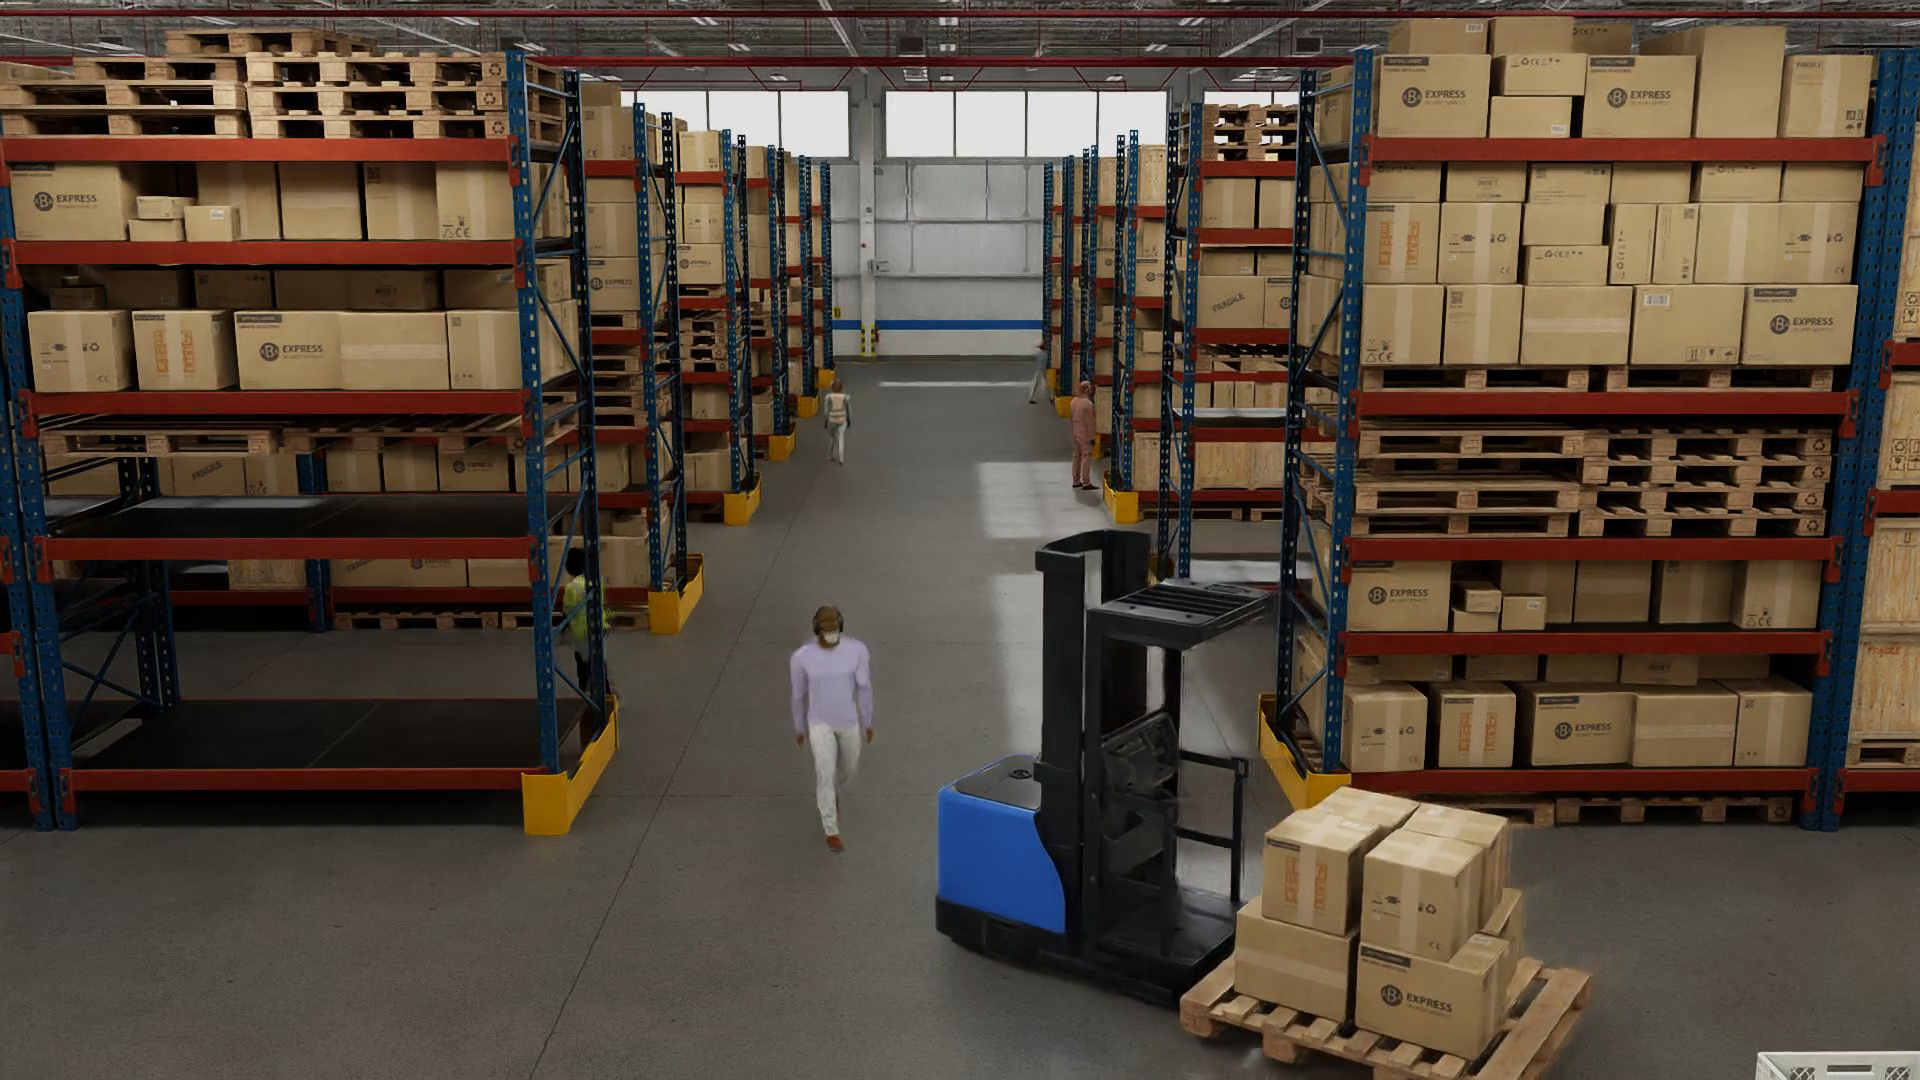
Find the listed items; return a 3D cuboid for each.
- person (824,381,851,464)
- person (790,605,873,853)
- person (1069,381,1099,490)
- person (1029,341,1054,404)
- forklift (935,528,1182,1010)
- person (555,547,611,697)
[{"bbox_3d":[-2.373,-2.291,32.259,0.539,1.586,0.880,-2,12,-10],"label":"person"},{"bbox_3d":[-1.016,1.421,13.061,0.637,1.922,0.793,-4,12,-18],"label":"person"},{"bbox_3d":[2.197,-1.843,29.245,0.409,1.913,0.646,-7,13,-29],"label":"person"},{"bbox_3d":[2.117,-4.194,41.711,0.884,1.576,0.541,-6,13,-26],"label":"person"},{"bbox_3d":[0.859,1.360,10.961,1.873,2.768,1.129,8,14,34],"label":"forklift"},{"bbox_3d":[-3.738,0.889,16.302,0.722,1.664,0.534,2,12,10],"label":"person"}]
